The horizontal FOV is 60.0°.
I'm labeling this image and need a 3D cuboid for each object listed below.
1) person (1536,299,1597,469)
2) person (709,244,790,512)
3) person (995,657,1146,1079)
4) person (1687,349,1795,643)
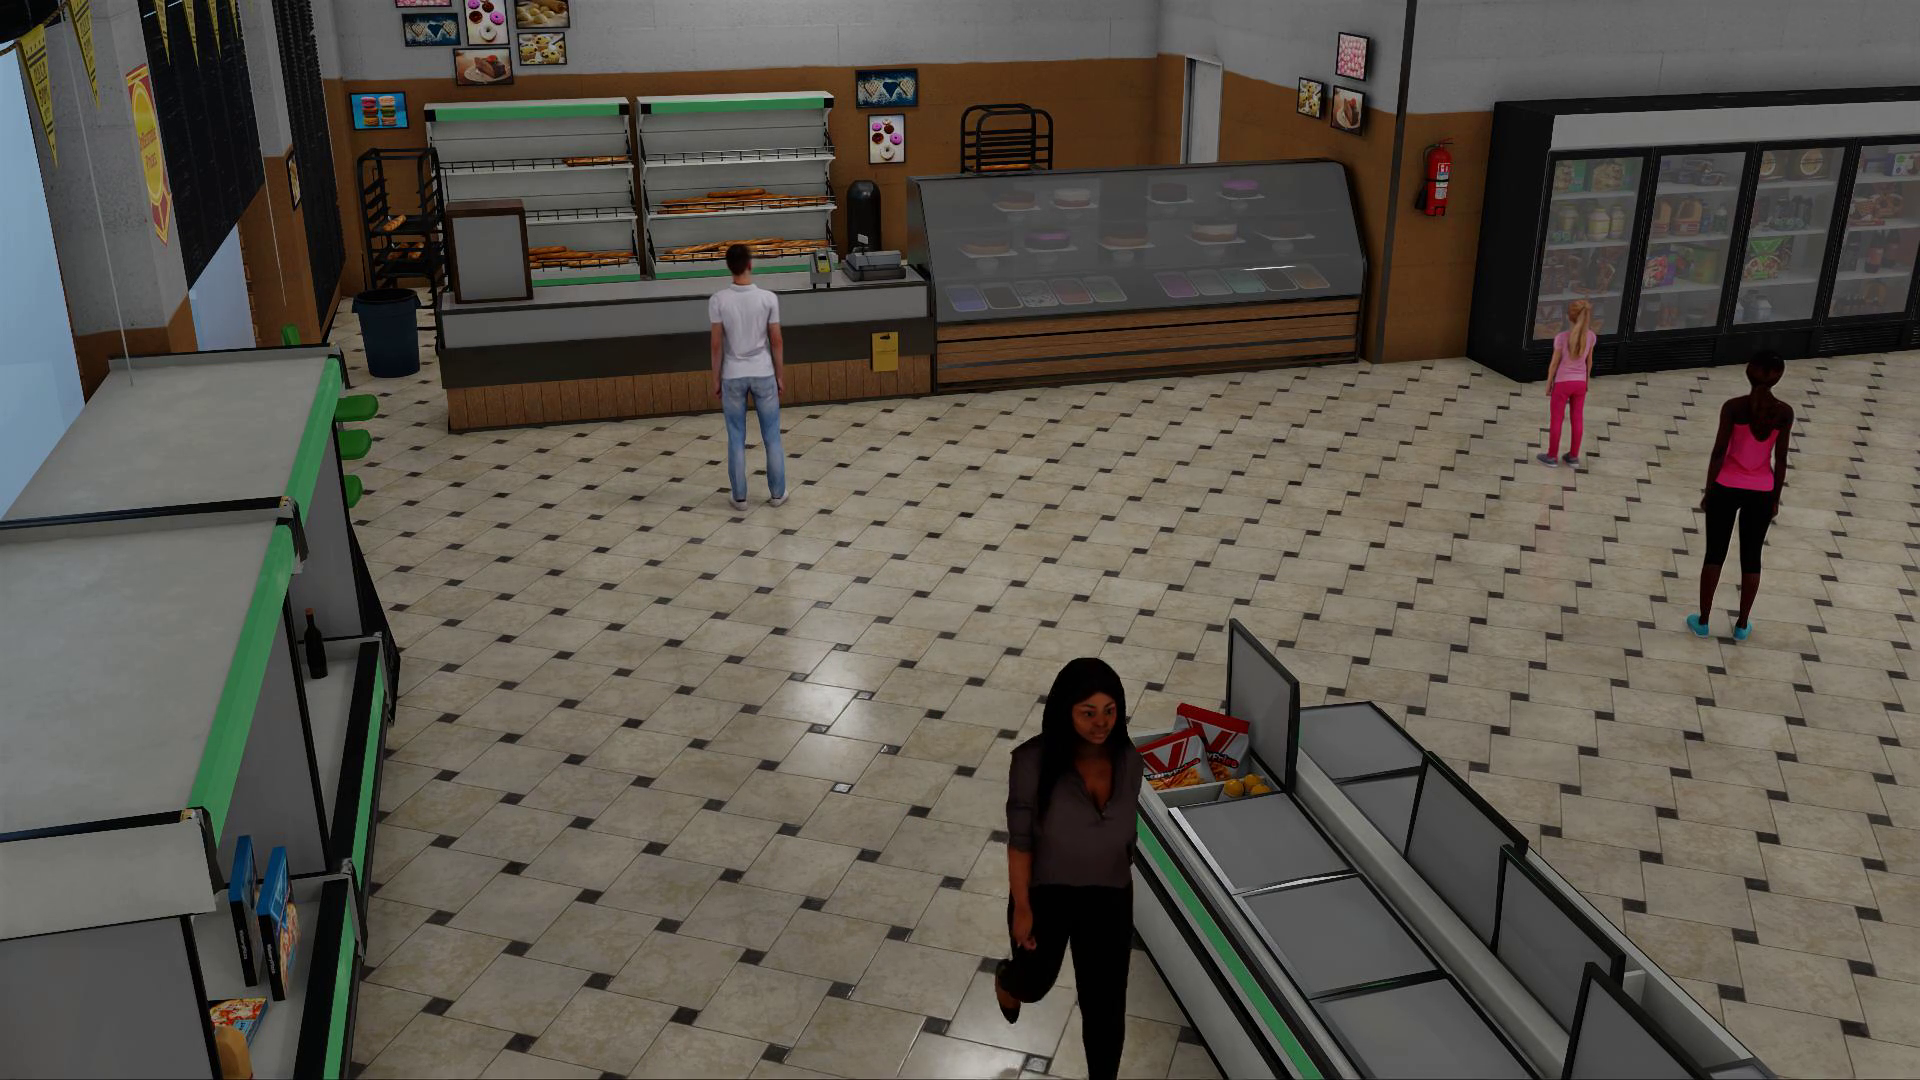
[{"bbox_3d":[4.542,-1.169,12.376,0.510,1.268,0.516,-2,22,-5],"label":"person"},{"bbox_3d":[-1.456,-1.112,11.451,0.668,1.852,0.582,-3,22,-8],"label":"person"},{"bbox_3d":[0.335,1.214,5.717,0.664,1.811,1.137,-5,22,-11],"label":"person"},{"bbox_3d":[4.460,-0.255,9.489,0.663,1.723,0.695,6,23,16],"label":"person"}]
